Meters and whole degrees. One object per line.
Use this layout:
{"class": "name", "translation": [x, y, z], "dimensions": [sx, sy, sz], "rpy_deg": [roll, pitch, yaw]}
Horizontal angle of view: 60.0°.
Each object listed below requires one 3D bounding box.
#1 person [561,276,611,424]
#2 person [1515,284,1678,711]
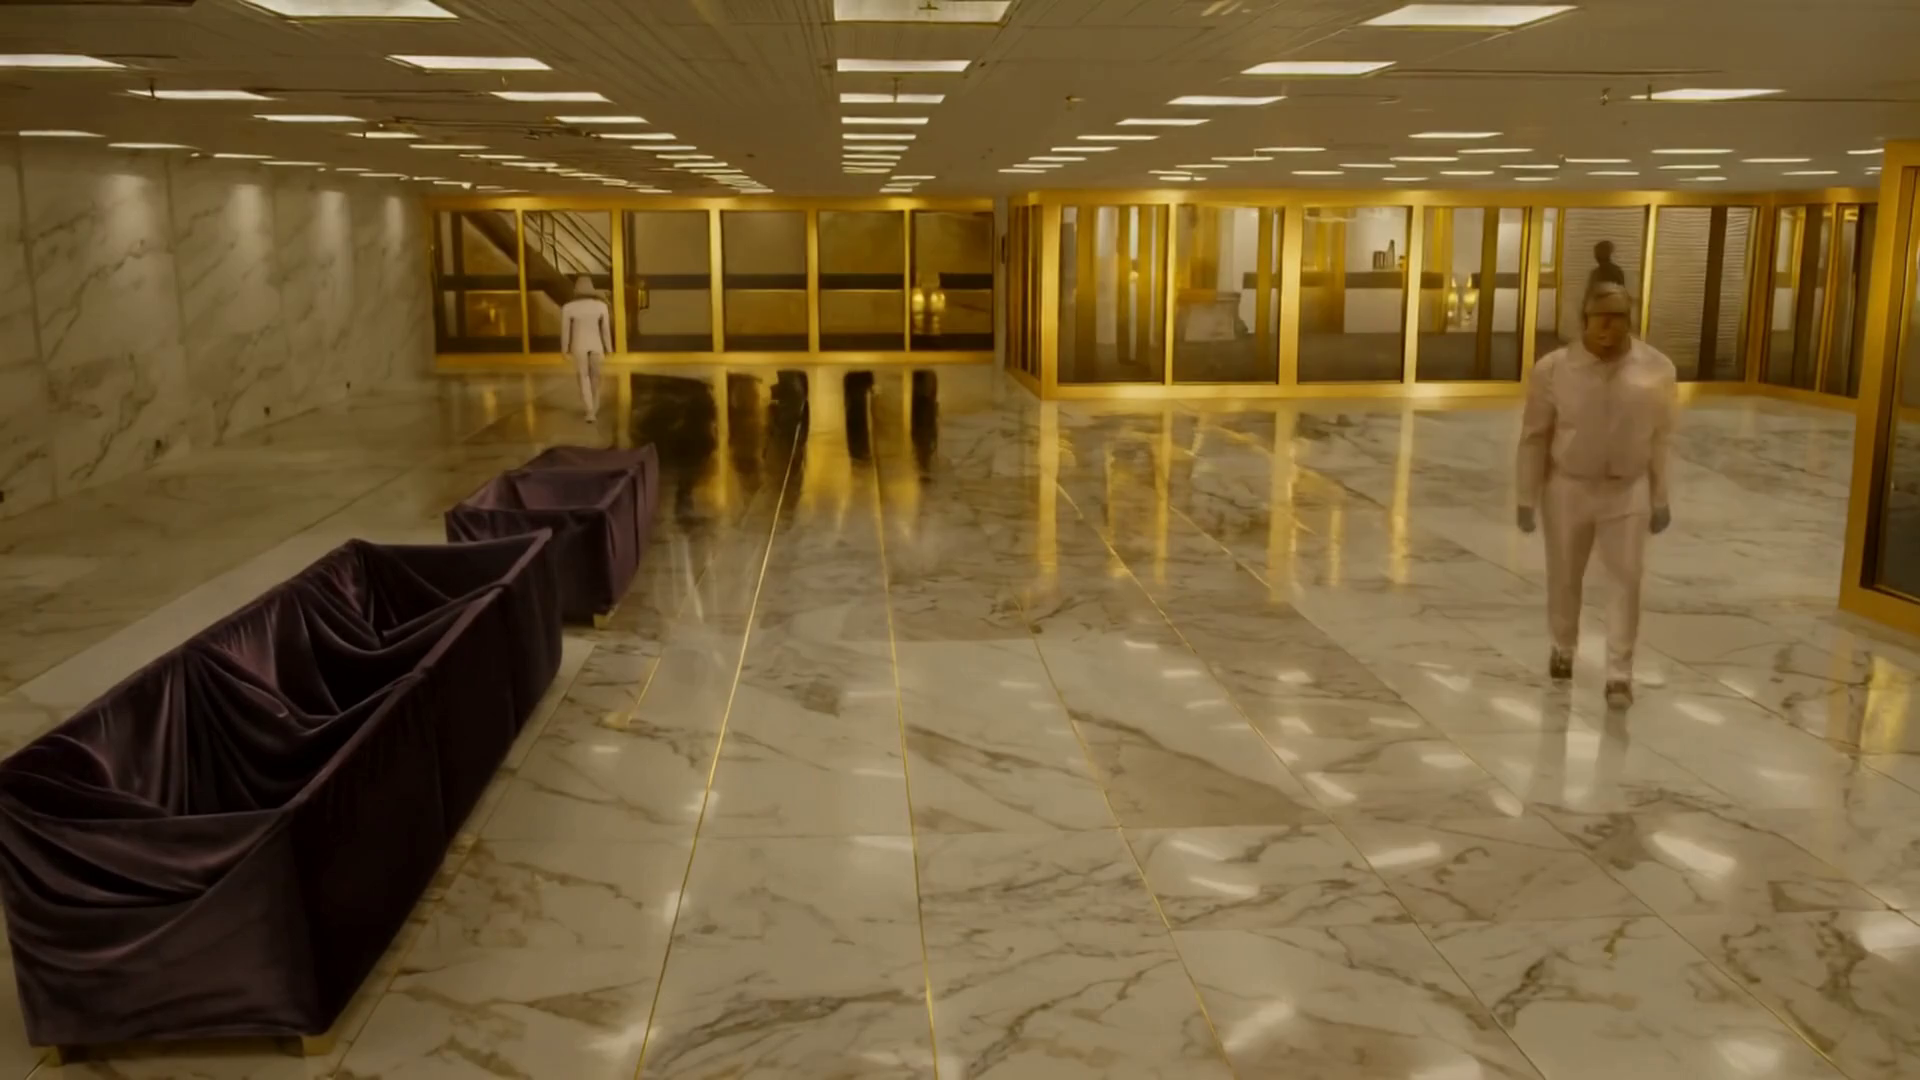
{"class": "person", "translation": [-4.131, -2.093, 18.297], "dimensions": [0.523, 1.585, 0.825], "rpy_deg": [-5, 12, -25]}
{"class": "person", "translation": [2.830, -0.201, 7.418], "dimensions": [0.680, 1.850, 1.018], "rpy_deg": [3, 11, 15]}
